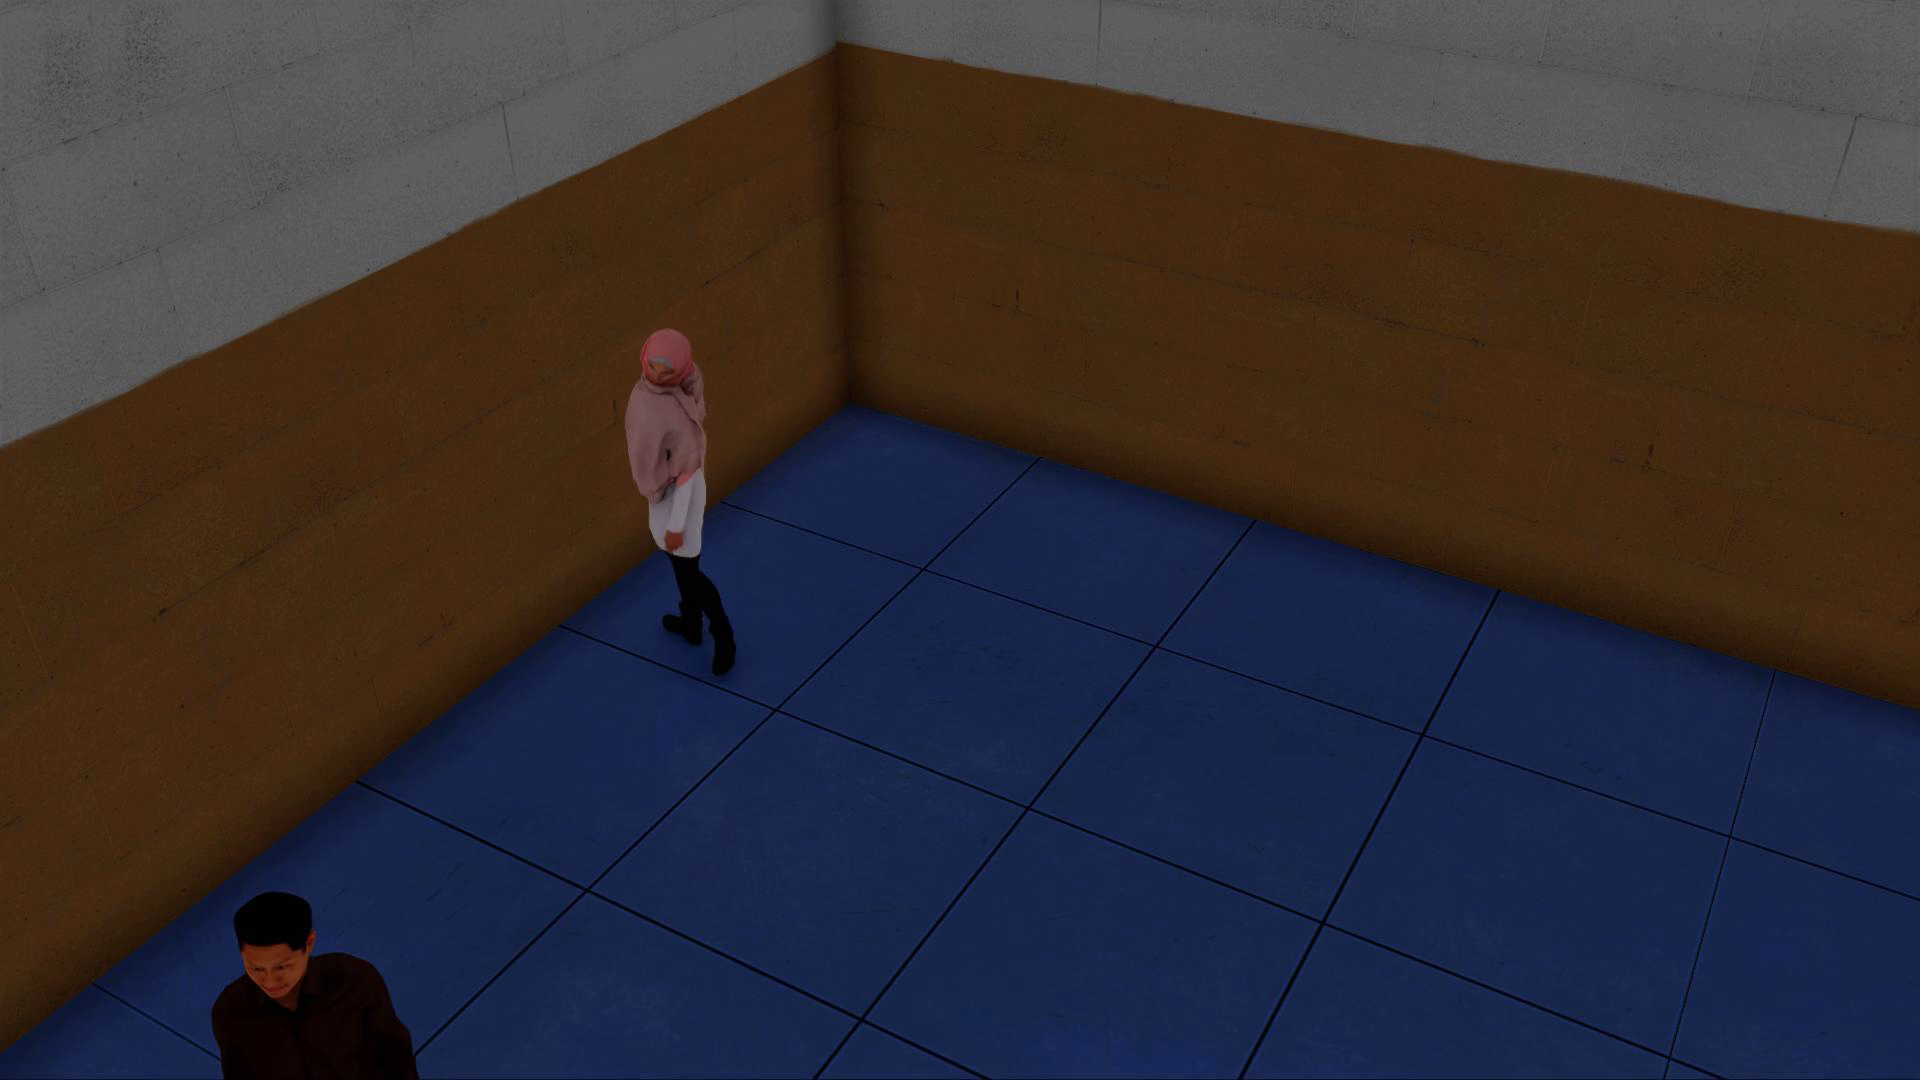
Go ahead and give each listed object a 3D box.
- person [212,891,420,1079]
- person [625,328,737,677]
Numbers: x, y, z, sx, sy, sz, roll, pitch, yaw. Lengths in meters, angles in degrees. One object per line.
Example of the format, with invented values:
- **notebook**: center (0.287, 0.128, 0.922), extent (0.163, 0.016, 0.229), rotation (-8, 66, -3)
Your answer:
- **person**: center (-1.821, 1.669, 4.842), extent (0.678, 1.778, 0.773), rotation (-12, 36, -18)
- **person**: center (-1.312, -0.236, 7.705), extent (0.868, 1.779, 0.840), rotation (-4, 34, -6)
